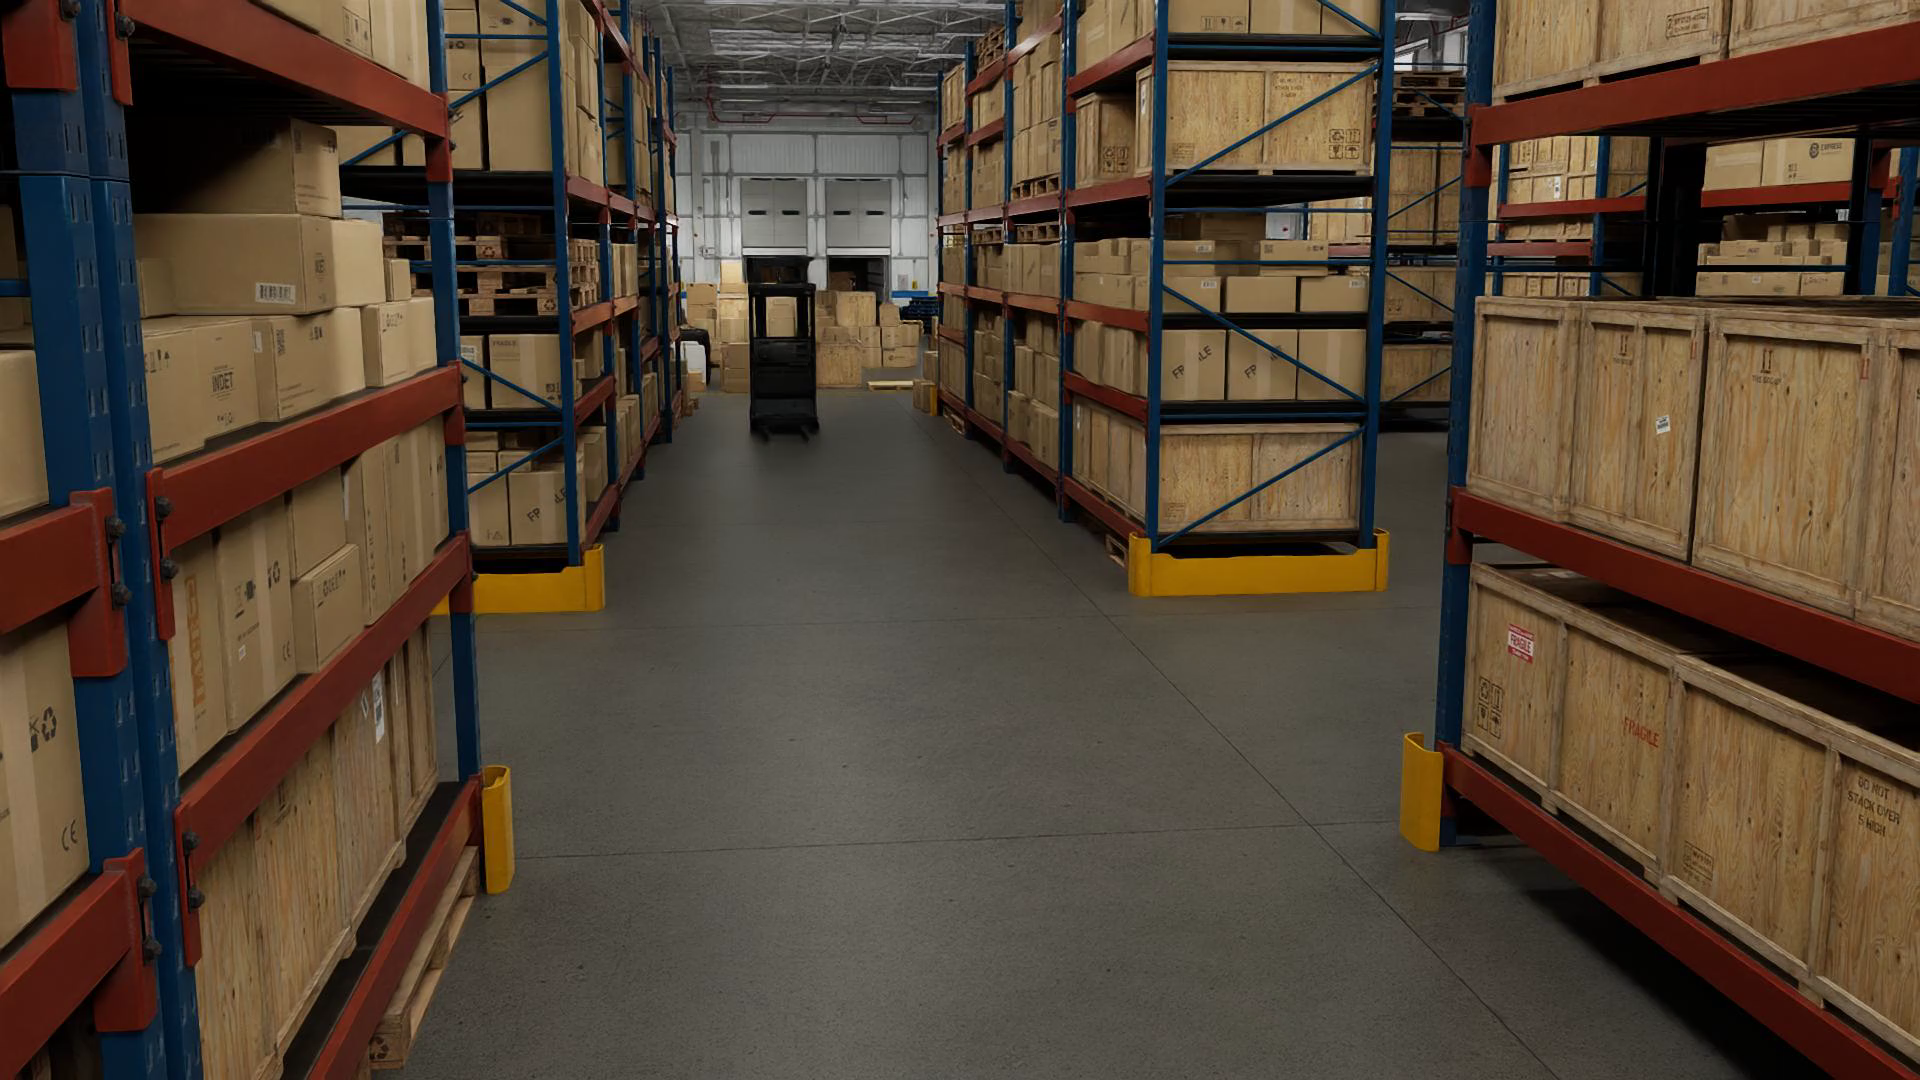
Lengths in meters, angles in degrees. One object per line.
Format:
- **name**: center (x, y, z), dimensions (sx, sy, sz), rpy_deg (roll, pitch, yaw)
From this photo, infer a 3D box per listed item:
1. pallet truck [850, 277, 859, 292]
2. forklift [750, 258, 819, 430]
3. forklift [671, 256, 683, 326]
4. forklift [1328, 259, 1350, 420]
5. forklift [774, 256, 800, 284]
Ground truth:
- **pallet truck**: center (-3.782, -9.391, 65.808), dimensions (1.885, 1.965, 0.823), rpy_deg (2, 10, 10)
- **forklift**: center (-2.978, -3.311, 27.840), dimensions (1.129, 2.768, 1.873), rpy_deg (-1, 10, -7)
- **forklift**: center (-11.356, -9.574, 64.303), dimensions (1.129, 2.768, 1.873), rpy_deg (-1, 10, -7)
- **forklift**: center (4.701, -2.373, 22.383), dimensions (1.129, 2.768, 1.873), rpy_deg (2, 10, 10)
- **forklift**: center (-6.241, -8.864, 60.169), dimensions (1.129, 2.768, 1.873), rpy_deg (-7, 12, -35)
